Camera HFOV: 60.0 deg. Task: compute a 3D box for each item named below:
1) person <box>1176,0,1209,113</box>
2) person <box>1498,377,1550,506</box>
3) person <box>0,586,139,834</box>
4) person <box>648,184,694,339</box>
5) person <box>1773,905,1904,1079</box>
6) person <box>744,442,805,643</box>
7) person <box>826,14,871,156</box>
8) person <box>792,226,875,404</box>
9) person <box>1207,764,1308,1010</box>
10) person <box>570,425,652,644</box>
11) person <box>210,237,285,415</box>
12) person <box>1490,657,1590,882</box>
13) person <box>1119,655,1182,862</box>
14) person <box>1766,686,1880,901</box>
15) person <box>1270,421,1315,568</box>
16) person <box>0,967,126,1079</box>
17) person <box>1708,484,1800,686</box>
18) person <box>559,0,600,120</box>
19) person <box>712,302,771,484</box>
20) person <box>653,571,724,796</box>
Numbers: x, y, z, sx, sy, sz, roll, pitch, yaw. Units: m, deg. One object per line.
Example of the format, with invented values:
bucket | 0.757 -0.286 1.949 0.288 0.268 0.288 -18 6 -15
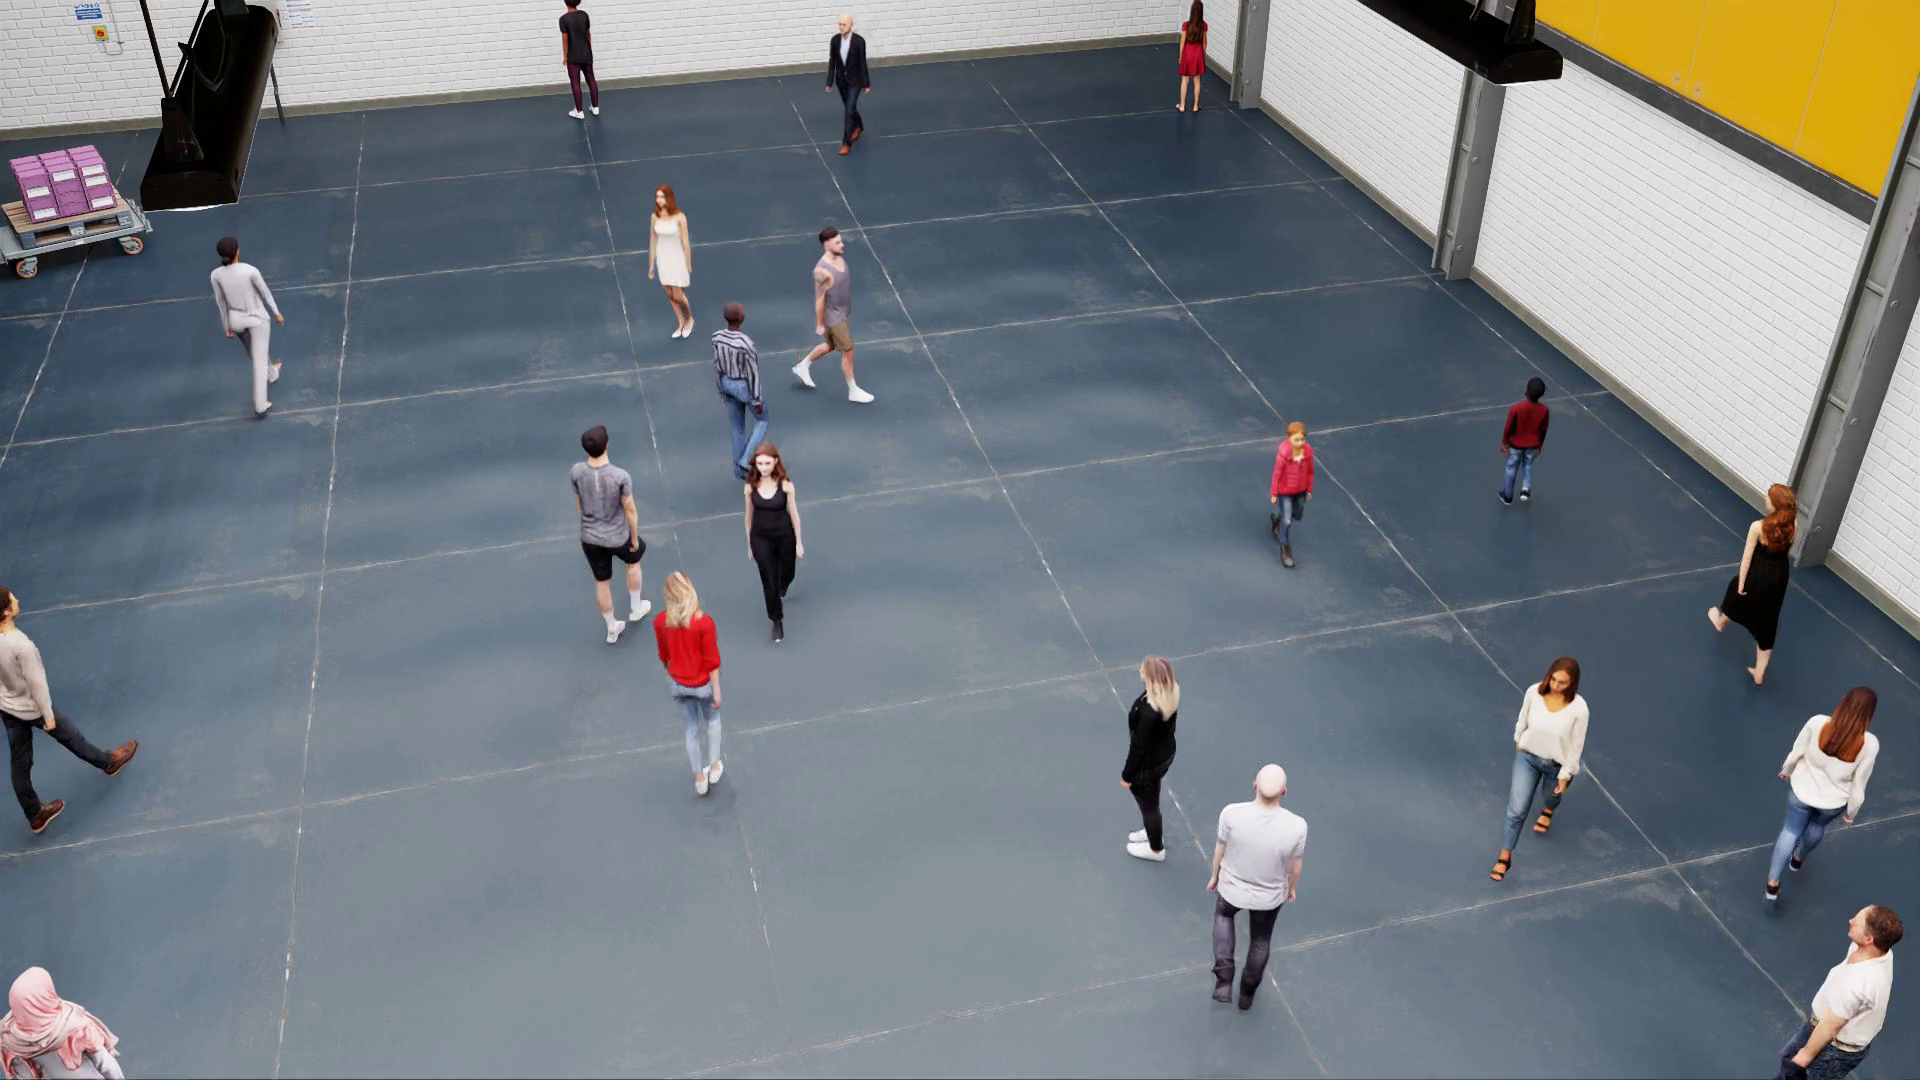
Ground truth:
person | 3.265 -6.792 23.327 0.605 1.551 0.667 0 34 0
person | 4.977 -0.836 14.640 0.546 1.248 0.565 -1 34 -2
person | -6.288 1.175 11.093 1.077 1.825 1.219 11 35 16
person | -2.974 -2.939 17.397 0.679 1.698 0.728 13 36 18
person | 4.717 2.711 8.781 1.258 1.826 1.096 25 41 33
person | -1.457 -0.051 13.029 0.710 1.724 0.990 1 34 2
person | -1.442 -6.103 22.091 1.163 1.771 1.310 13 36 18
person | -1.298 -2.211 16.209 1.124 1.817 1.161 11 35 16
person | 1.693 2.099 9.710 0.835 1.817 0.886 7 34 10
person | -2.761 0.005 12.824 0.798 1.856 0.889 3 34 4
person | -6.877 -2.044 16.061 0.871 1.687 1.240 1 34 2
person | 3.877 1.418 10.896 1.084 1.639 1.084 23 40 30
person | 1.342 1.464 10.794 0.789 1.675 0.720 16 37 23
person | 5.419 1.650 10.537 1.010 1.650 1.036 24 40 31
person | 2.771 -0.439 13.993 0.504 1.302 0.779 -8 34 -12
person | -4.529 2.859 8.579 0.672 1.804 0.646 -3 34 -4
person | 6.085 0.361 12.546 0.834 1.572 1.193 2 34 3
person | -5.300 -6.771 23.085 0.711 1.784 0.729 -27 42 -34
person | -1.994 -1.248 14.776 0.761 1.784 0.817 17 37 24
person | -1.832 1.032 11.448 0.760 1.669 0.801 11 35 16
